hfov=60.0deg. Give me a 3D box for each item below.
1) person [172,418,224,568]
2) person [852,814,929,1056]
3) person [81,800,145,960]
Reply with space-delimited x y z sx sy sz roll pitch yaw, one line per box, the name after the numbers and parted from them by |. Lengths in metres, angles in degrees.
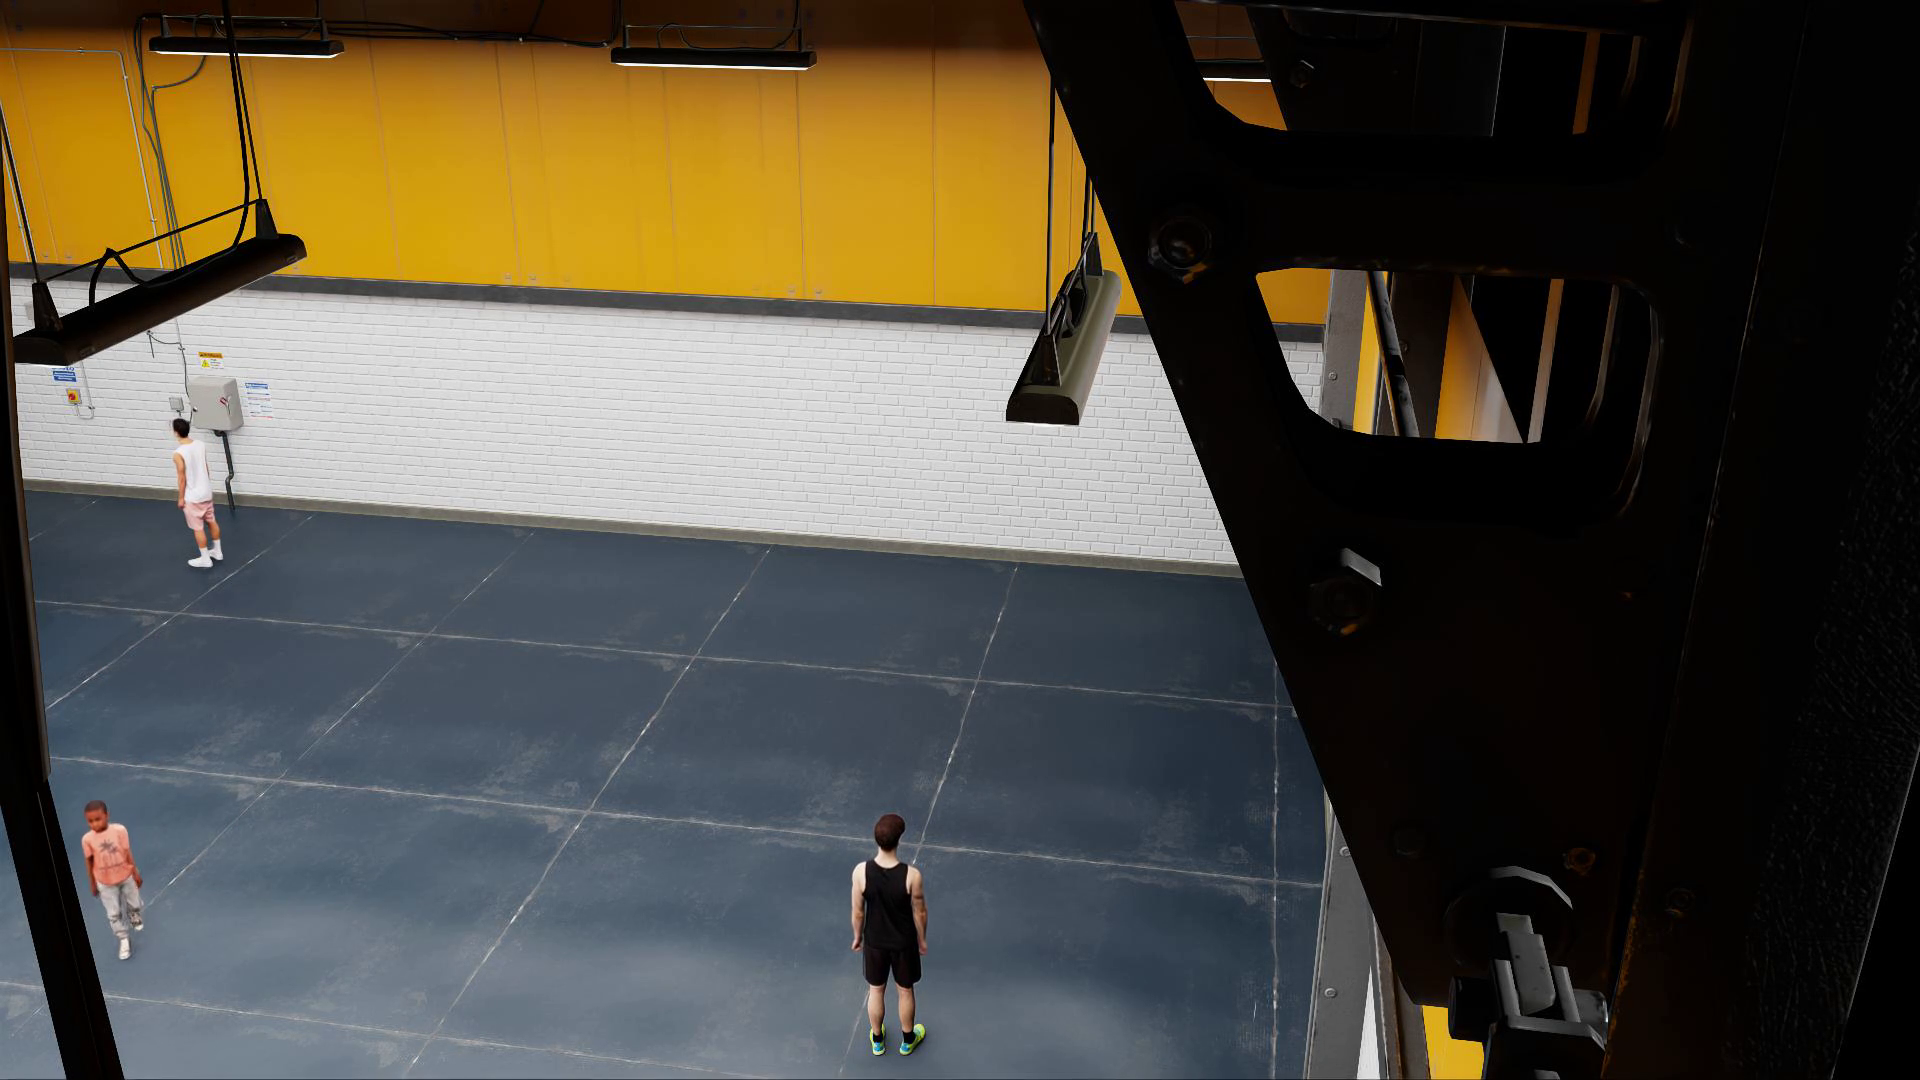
-8.846 -0.555 19.260 0.728 1.789 0.554 8 25 17 | person
-0.490 2.757 11.558 0.693 1.889 0.565 2 24 5 | person
-6.490 2.548 12.767 0.691 1.303 0.774 -11 26 -24 | person
